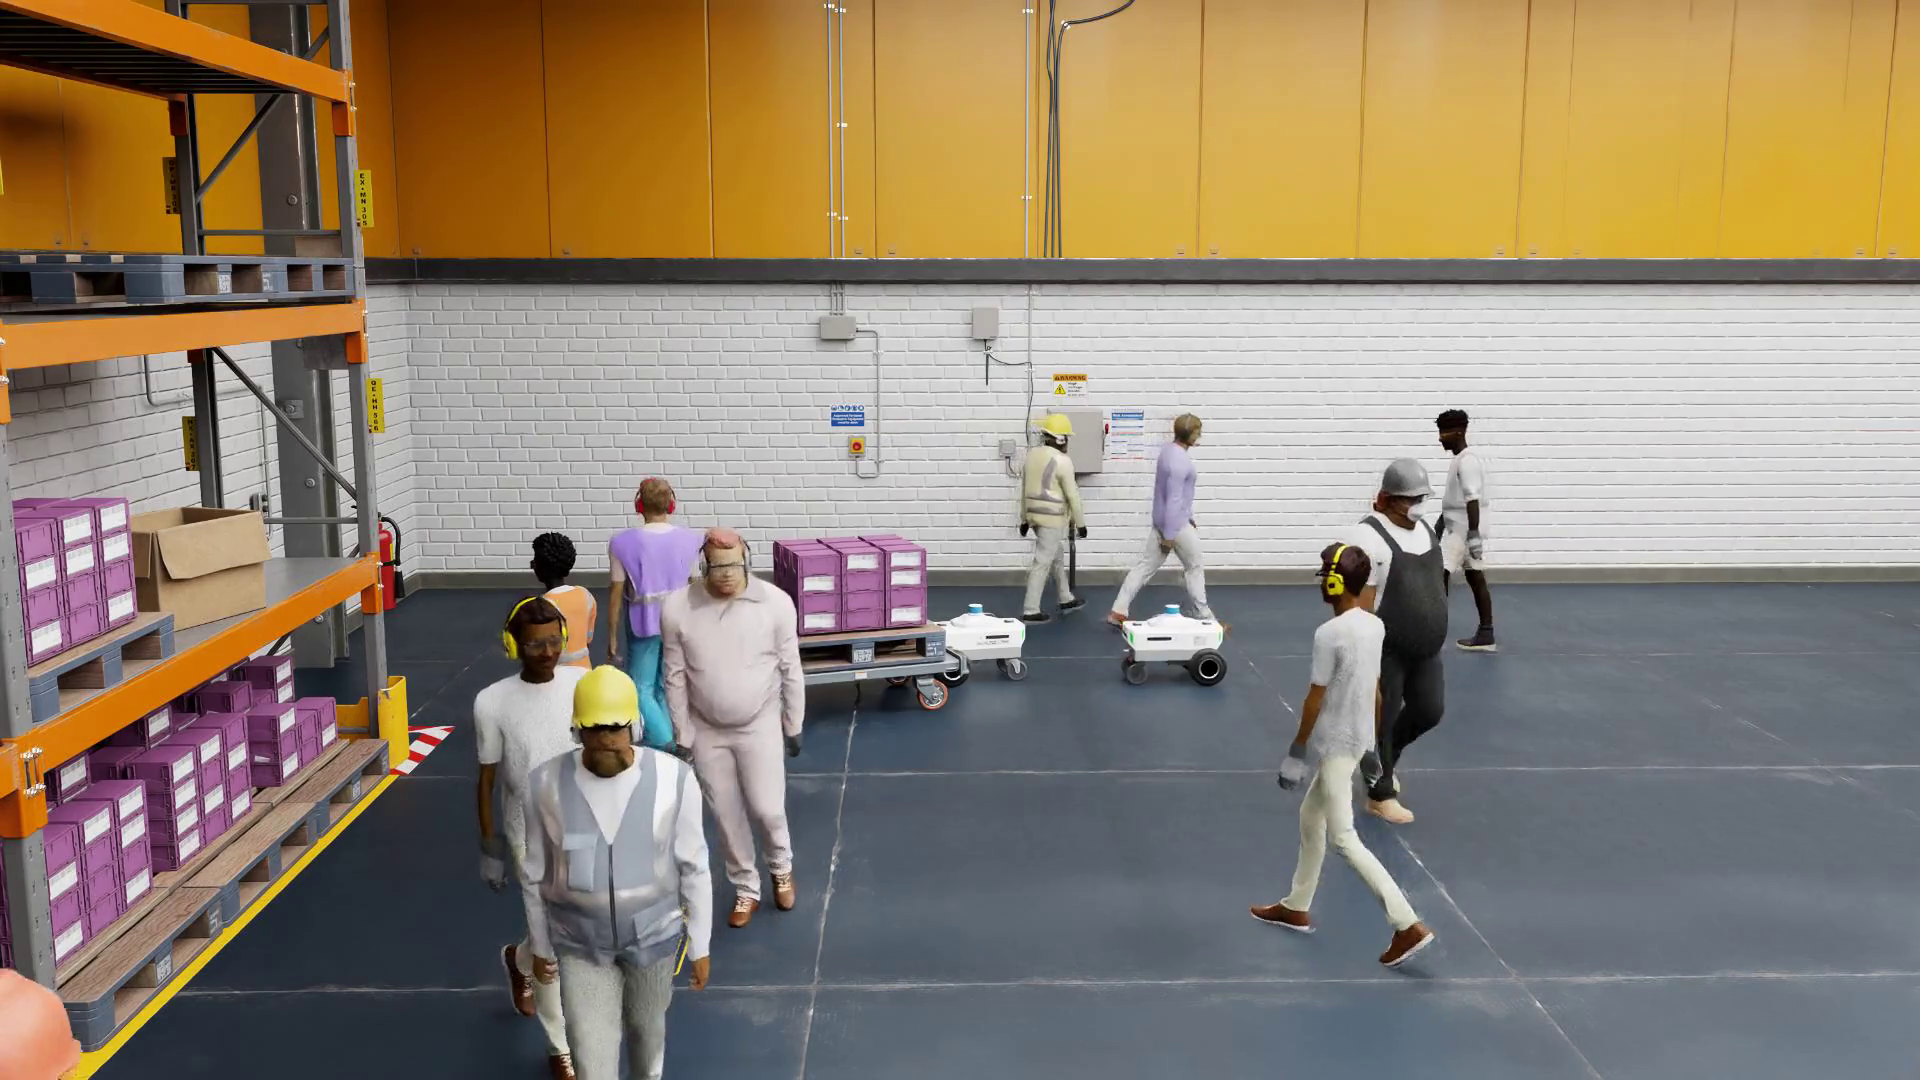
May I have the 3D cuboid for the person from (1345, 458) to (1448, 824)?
[{"bbox_3d":[2.405,0.533,9.154,0.693,2.000,0.572,-5,11,-30],"label":"person"}]

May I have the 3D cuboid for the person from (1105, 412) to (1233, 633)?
[{"bbox_3d":[1.712,-0.128,13.733,1.047,1.889,0.642,-1,9,-9],"label":"person"}]

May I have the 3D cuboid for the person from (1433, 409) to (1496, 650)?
[{"bbox_3d":[3.900,-0.078,13.241,0.875,1.918,0.622,3,10,17],"label":"person"}]

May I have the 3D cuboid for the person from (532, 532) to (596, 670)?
[{"bbox_3d":[-2.063,0.800,8.569,0.318,1.697,0.536,3,10,18],"label":"person"}]

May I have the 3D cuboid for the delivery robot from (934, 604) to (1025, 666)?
[{"bbox_3d":[0.116,0.716,12.290,0.707,0.478,0.477,-2,9,-15],"label":"delivery robot"}]

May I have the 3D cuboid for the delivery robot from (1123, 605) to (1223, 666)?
[{"bbox_3d":[1.561,0.721,12.264,0.707,0.478,0.477,0,9,-3],"label":"delivery robot"}]

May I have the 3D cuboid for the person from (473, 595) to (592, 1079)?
[{"bbox_3d":[-1.591,1.094,6.331,0.517,1.845,0.761,-8,12,-40],"label":"person"}]

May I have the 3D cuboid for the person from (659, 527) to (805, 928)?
[{"bbox_3d":[-1.048,0.862,7.652,0.650,1.877,0.399,0,9,1],"label":"person"}]

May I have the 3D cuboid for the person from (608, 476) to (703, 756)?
[{"bbox_3d":[-1.770,0.538,9.793,0.579,1.820,0.744,-5,11,-28],"label":"person"}]

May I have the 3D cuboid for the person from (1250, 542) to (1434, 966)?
[{"bbox_3d":[1.718,0.927,7.357,0.901,1.841,0.513,7,12,37],"label":"person"}]

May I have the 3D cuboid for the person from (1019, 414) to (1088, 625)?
[{"bbox_3d":[0.860,-0.183,14.287,0.867,1.791,0.598,-5,11,-30],"label":"person"}]

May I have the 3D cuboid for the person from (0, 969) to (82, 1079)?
[{"bbox_3d":[-1.511,1.658,2.693,0.553,1.908,0.893,0,9,-2],"label":"person"}]

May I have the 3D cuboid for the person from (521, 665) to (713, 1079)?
[{"bbox_3d":[-1.119,1.267,5.451,0.600,1.791,0.948,-2,9,-11],"label":"person"}]
